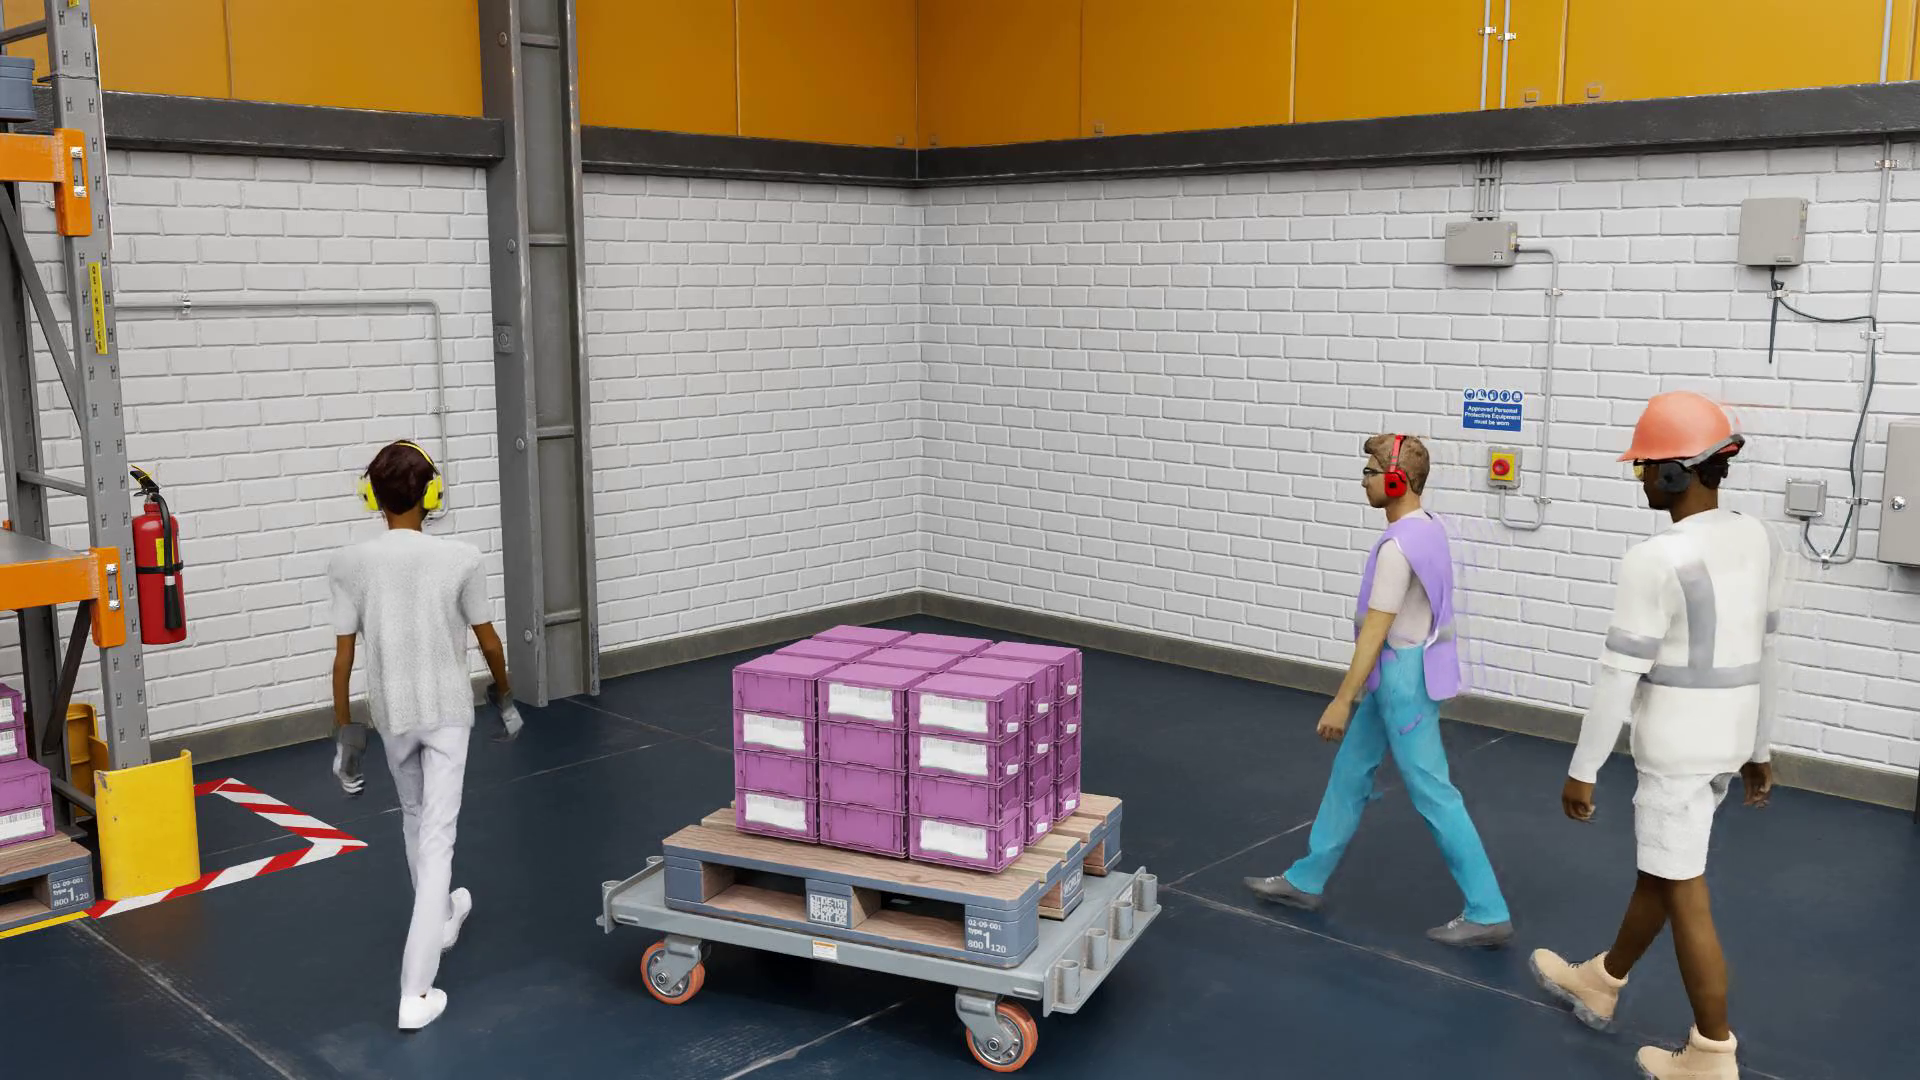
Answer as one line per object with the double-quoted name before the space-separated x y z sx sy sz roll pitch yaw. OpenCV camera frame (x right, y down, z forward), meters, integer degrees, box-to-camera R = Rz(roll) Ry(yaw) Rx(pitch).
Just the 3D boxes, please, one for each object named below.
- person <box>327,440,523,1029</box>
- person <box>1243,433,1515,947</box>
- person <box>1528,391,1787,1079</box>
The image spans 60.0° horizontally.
"person" -1.737 0.583 5.427 0.521 1.816 0.965 0 9 1
"person" 1.530 0.520 5.877 0.974 1.797 0.568 3 10 19
"person" 1.981 0.577 4.847 0.637 2.012 0.841 -6 11 -34
